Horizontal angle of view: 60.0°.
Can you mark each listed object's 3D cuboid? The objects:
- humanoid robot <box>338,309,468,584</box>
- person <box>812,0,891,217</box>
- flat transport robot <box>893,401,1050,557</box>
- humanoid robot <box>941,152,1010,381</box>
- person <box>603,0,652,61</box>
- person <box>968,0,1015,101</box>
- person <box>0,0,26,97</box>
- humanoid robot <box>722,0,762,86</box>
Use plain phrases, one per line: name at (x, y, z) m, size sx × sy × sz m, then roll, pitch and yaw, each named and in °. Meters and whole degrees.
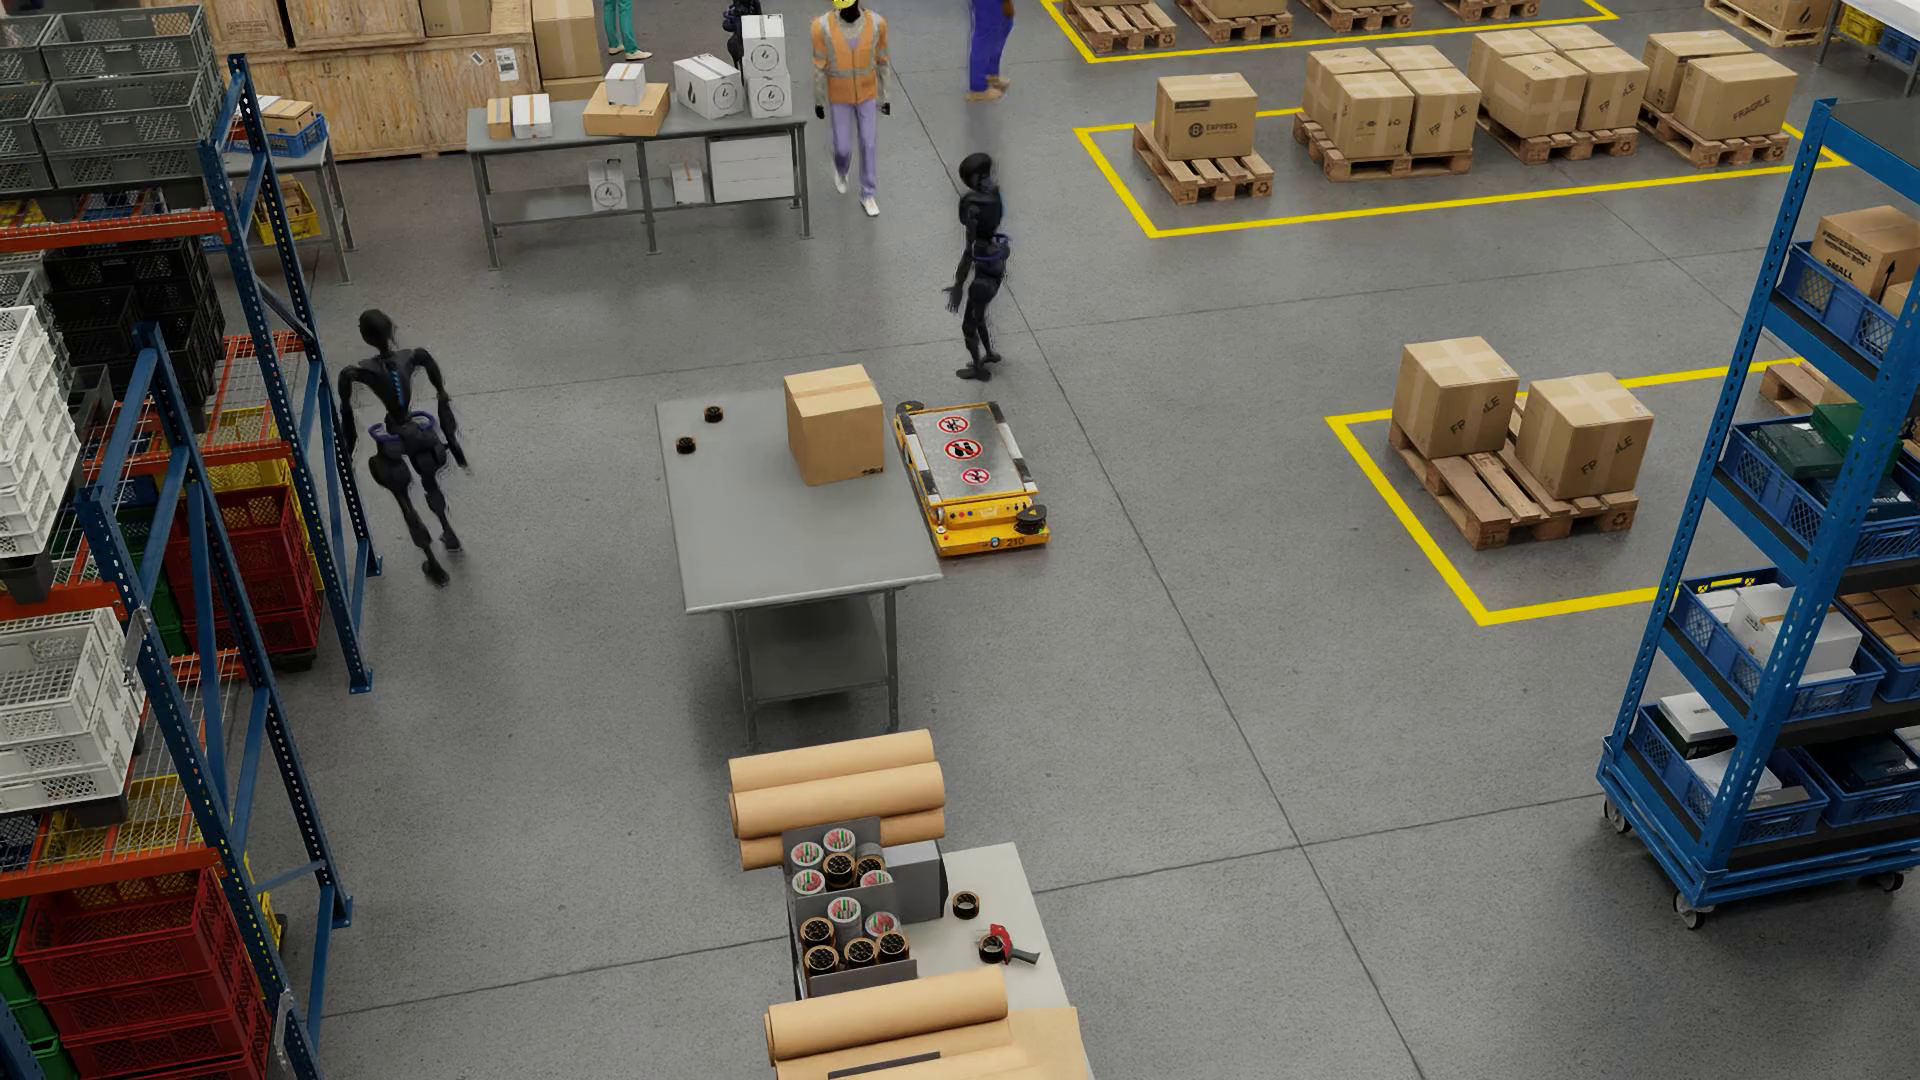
humanoid robot at (-3.056, -0.538, 9.105) m, size 0.546 × 1.645 × 0.575 m, roll -26°, pitch 44°, yaw -30°
person at (-0.820, -3.437, 12.799) m, size 0.606 × 1.903 × 0.490 m, roll -8°, pitch 37°, yaw -10°
flat transport robot at (0.046, -0.430, 10.108) m, size 0.652 × 0.197 × 1.431 m, roll -8°, pitch 37°, yaw -10°
humanoid robot at (0.109, -1.762, 10.756) m, size 0.394 × 1.634 × 0.608 m, roll 9°, pitch 37°, yaw 11°
person at (-3.202, -5.380, 15.536) m, size 0.522 × 1.760 × 0.320 m, roll 29°, pitch 45°, yaw 33°
person at (0.327, -4.857, 14.599) m, size 0.608 × 2.000 × 0.691 m, roll -7°, pitch 37°, yaw -10°
person at (-7.870, -3.810, 13.295) m, size 1.037 × 1.914 × 0.648 m, roll 22°, pitch 42°, yaw 27°
humanoid robot at (-1.852, -4.365, 14.241) m, size 0.334 × 1.648 × 0.576 m, roll 6°, pitch 37°, yaw 9°
